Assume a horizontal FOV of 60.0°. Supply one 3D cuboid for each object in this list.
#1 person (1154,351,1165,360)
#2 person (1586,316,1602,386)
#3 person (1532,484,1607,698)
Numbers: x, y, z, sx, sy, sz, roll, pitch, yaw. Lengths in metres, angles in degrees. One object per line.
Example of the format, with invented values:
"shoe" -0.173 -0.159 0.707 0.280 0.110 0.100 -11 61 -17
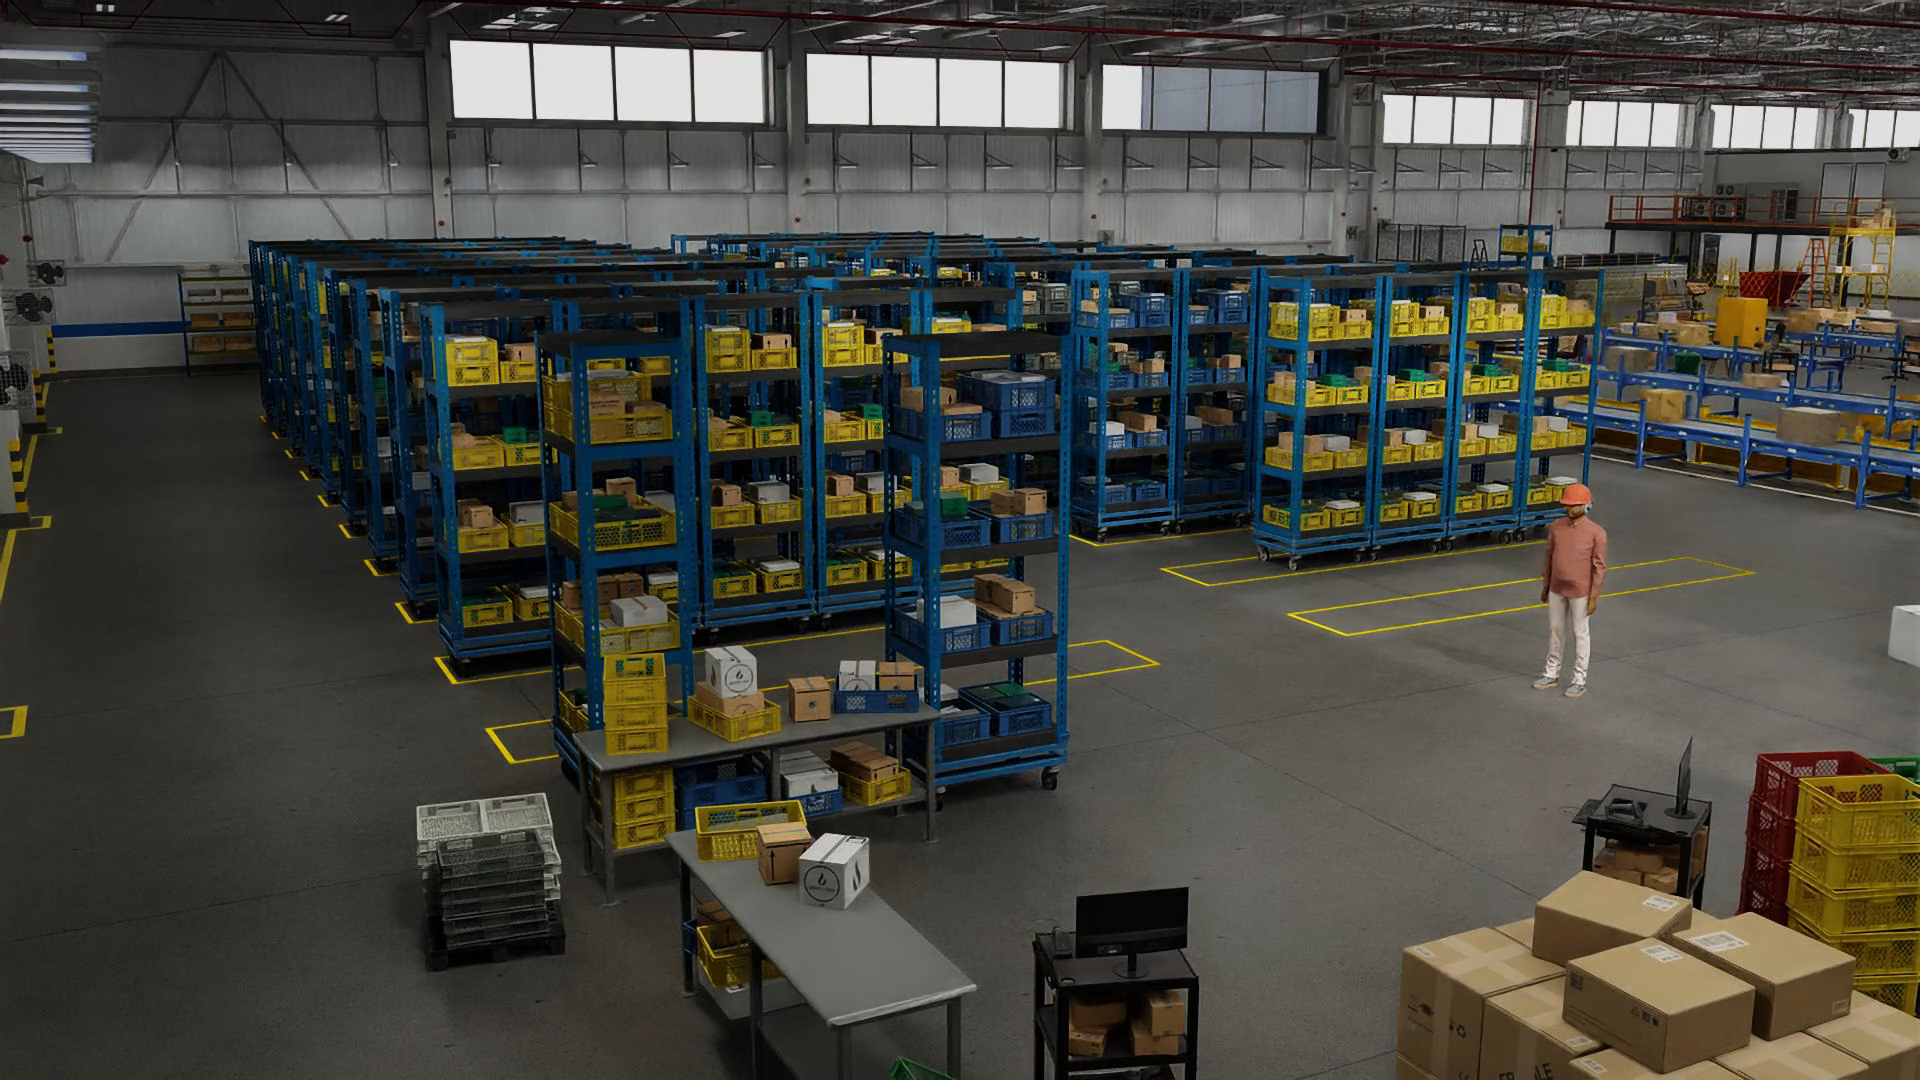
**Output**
"person" 4.574 -4.228 37.787 0.623 1.814 0.428 2 12 8
"person" 14.351 -4.192 37.734 0.305 1.772 0.525 -2 12 -7
"person" 5.673 0.458 15.456 0.380 1.995 0.611 -9 15 -35
